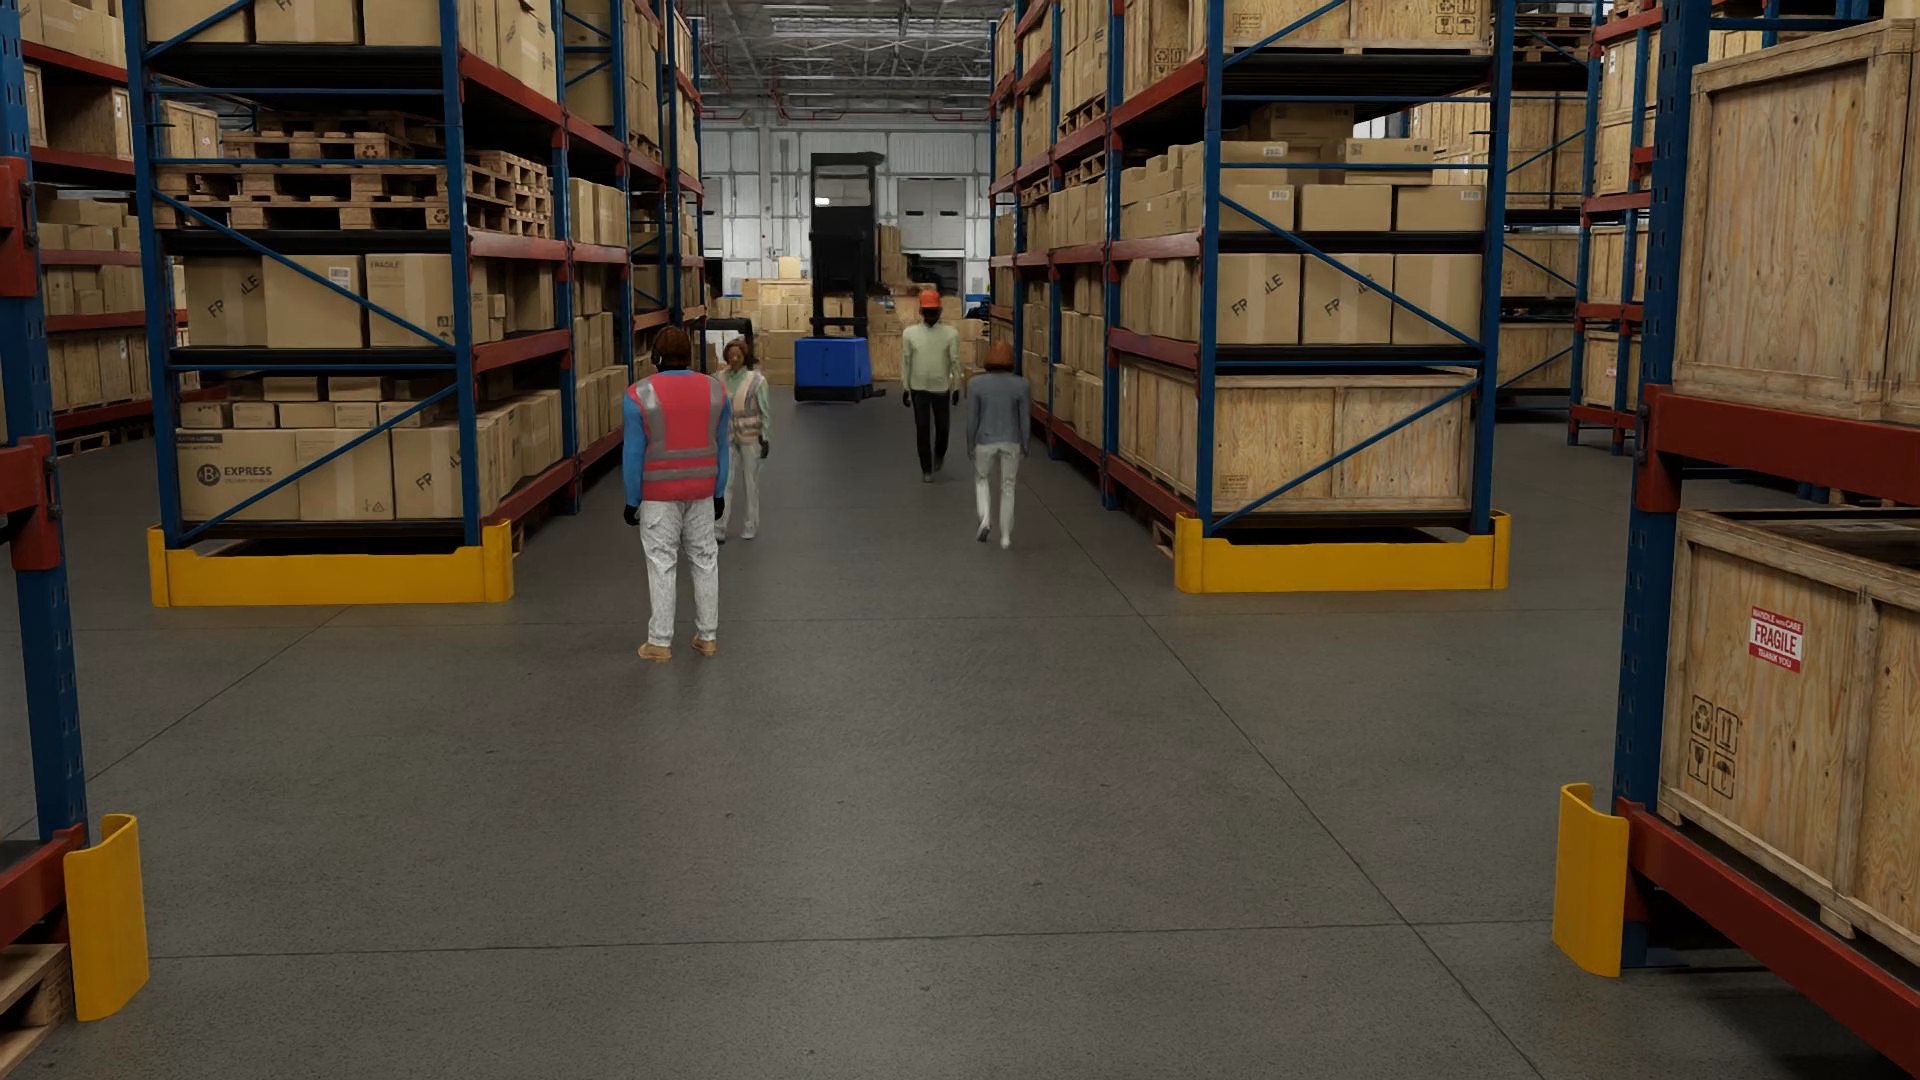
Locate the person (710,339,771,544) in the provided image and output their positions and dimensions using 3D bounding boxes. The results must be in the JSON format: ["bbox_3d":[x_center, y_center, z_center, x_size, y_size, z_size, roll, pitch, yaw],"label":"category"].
[{"bbox_3d":[-1.758,-0.770,13.119,0.541,1.602,0.705,1,9,8],"label":"person"}]

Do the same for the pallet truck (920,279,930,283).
[{"bbox_3d":[-0.932,-8.922,63.114,1.885,1.965,0.823,2,9,13],"label":"pallet truck"}]

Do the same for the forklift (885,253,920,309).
[{"bbox_3d":[-1.788,-7.999,54.557,1.129,2.768,1.873,-6,11,-32],"label":"forklift"}]

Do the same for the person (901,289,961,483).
[{"bbox_3d":[-0.305,-1.590,17.145,0.619,1.976,0.643,0,9,-2],"label":"person"}]

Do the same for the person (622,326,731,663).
[{"bbox_3d":[-1.567,-0.249,9.147,0.625,1.844,0.429,-6,11,-33],"label":"person"}]

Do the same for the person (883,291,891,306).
[{"bbox_3d":[-2.569,-7.953,58.149,0.313,1.639,0.517,-1,9,-6],"label":"person"}]

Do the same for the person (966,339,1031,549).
[{"bbox_3d":[0.303,-0.742,12.929,0.502,1.625,0.386,0,9,2],"label":"person"}]

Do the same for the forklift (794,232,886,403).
[{"bbox_3d":[-2.022,-3.726,27.729,1.129,2.768,1.873,2,9,12],"label":"forklift"}]
